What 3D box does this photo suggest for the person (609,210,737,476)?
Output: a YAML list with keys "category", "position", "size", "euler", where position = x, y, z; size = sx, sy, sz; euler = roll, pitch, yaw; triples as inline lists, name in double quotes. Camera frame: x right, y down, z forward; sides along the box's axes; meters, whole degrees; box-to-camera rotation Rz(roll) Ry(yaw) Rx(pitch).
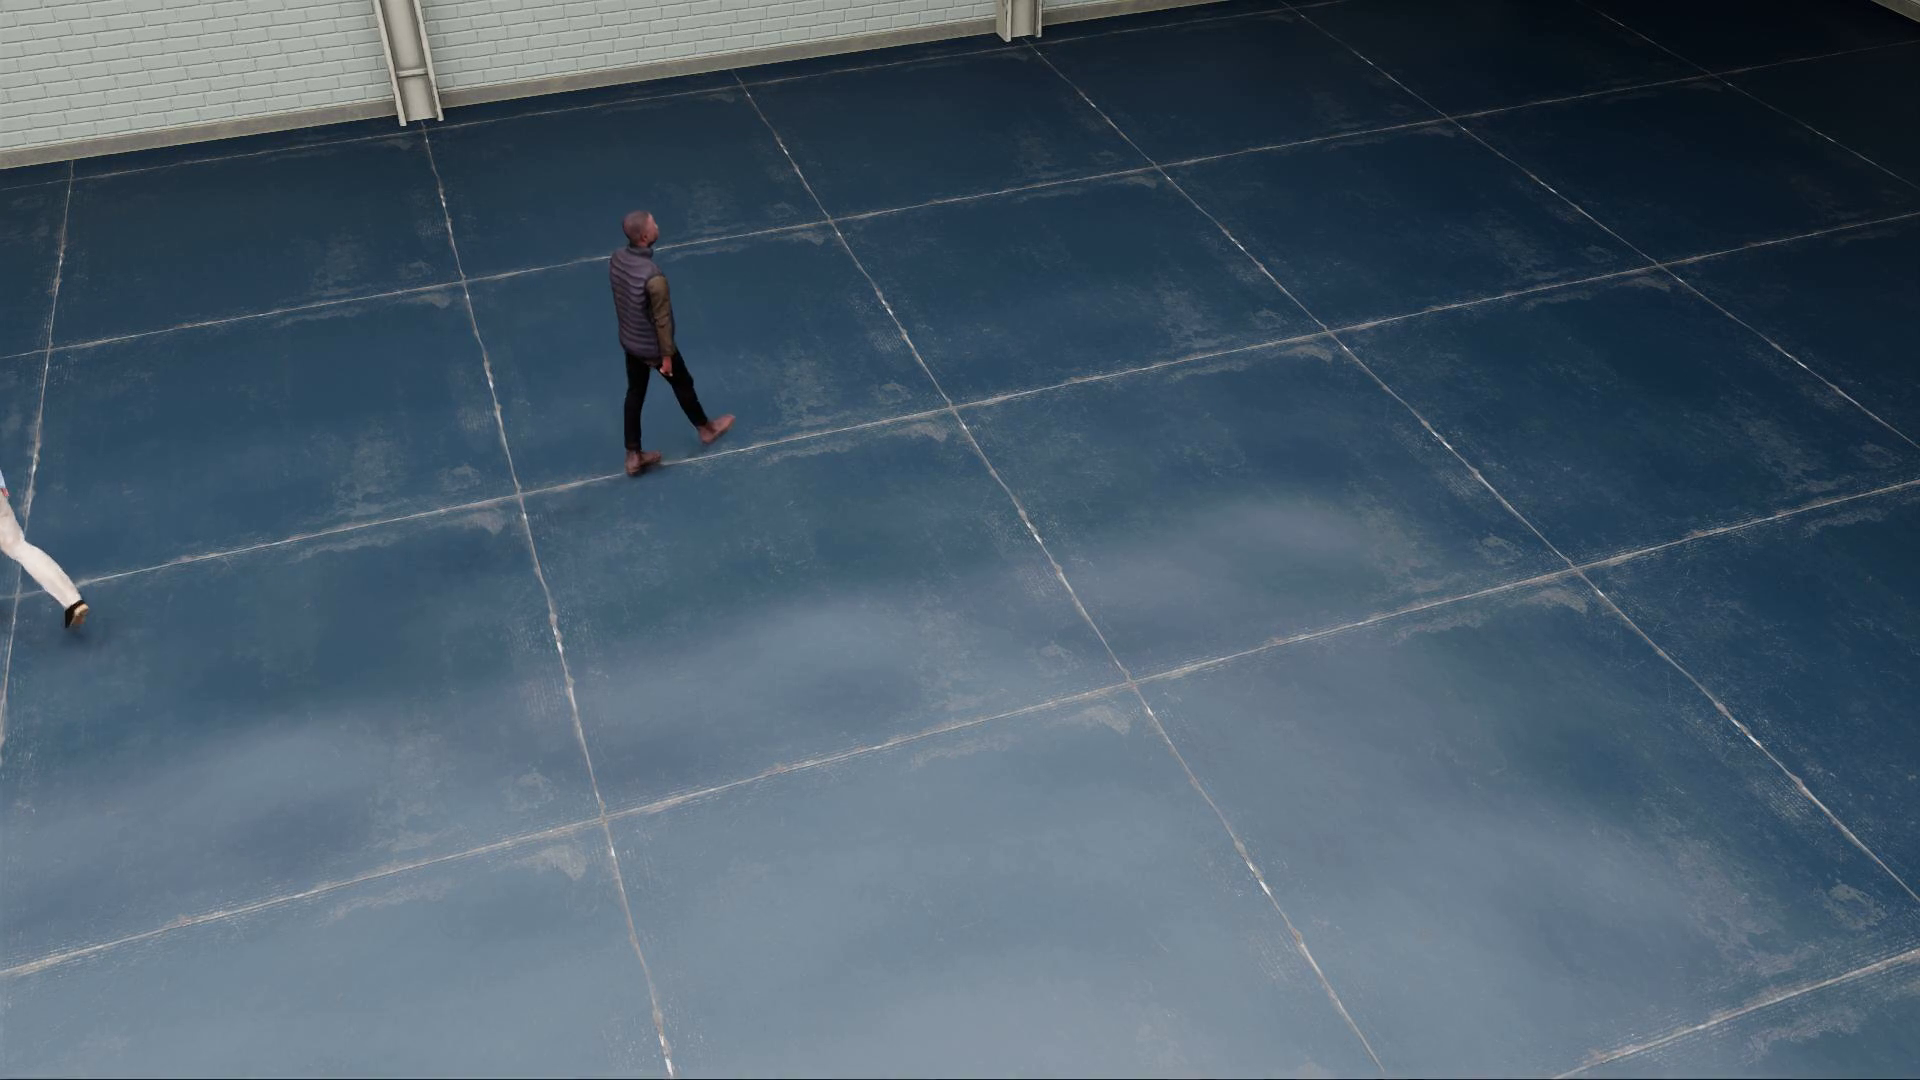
- category: "person"
  position: [-2.048, -1.207, 10.544]
  size: [0.988, 1.800, 1.183]
  euler: [31, 48, 34]
